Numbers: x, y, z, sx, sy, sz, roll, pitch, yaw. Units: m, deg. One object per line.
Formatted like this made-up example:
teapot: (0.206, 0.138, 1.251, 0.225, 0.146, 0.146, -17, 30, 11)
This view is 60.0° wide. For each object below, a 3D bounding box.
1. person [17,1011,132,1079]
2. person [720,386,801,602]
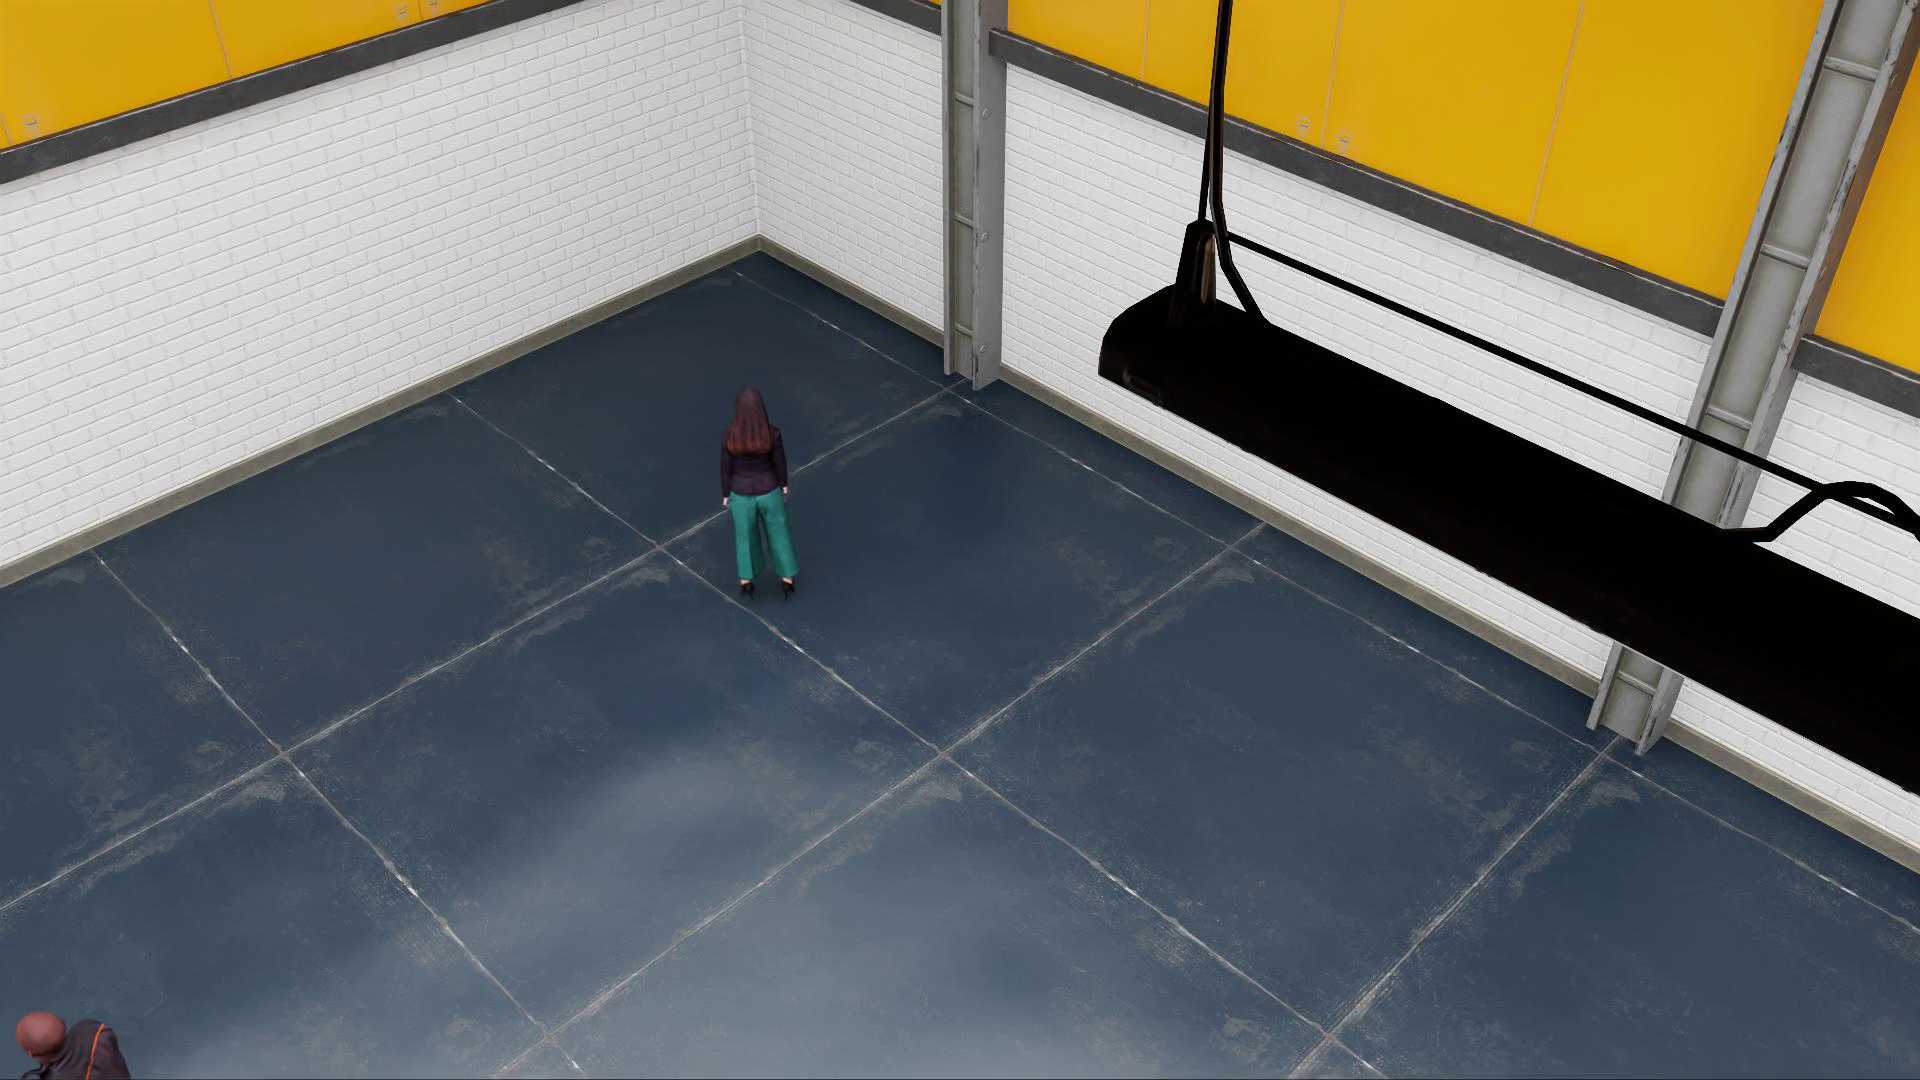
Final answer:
person: (-3.862, 2.705, 7.568, 0.844, 1.823, 0.753, -4, 39, -5)
person: (-1.389, -0.298, 11.396, 0.711, 1.737, 0.748, -3, 39, -4)
